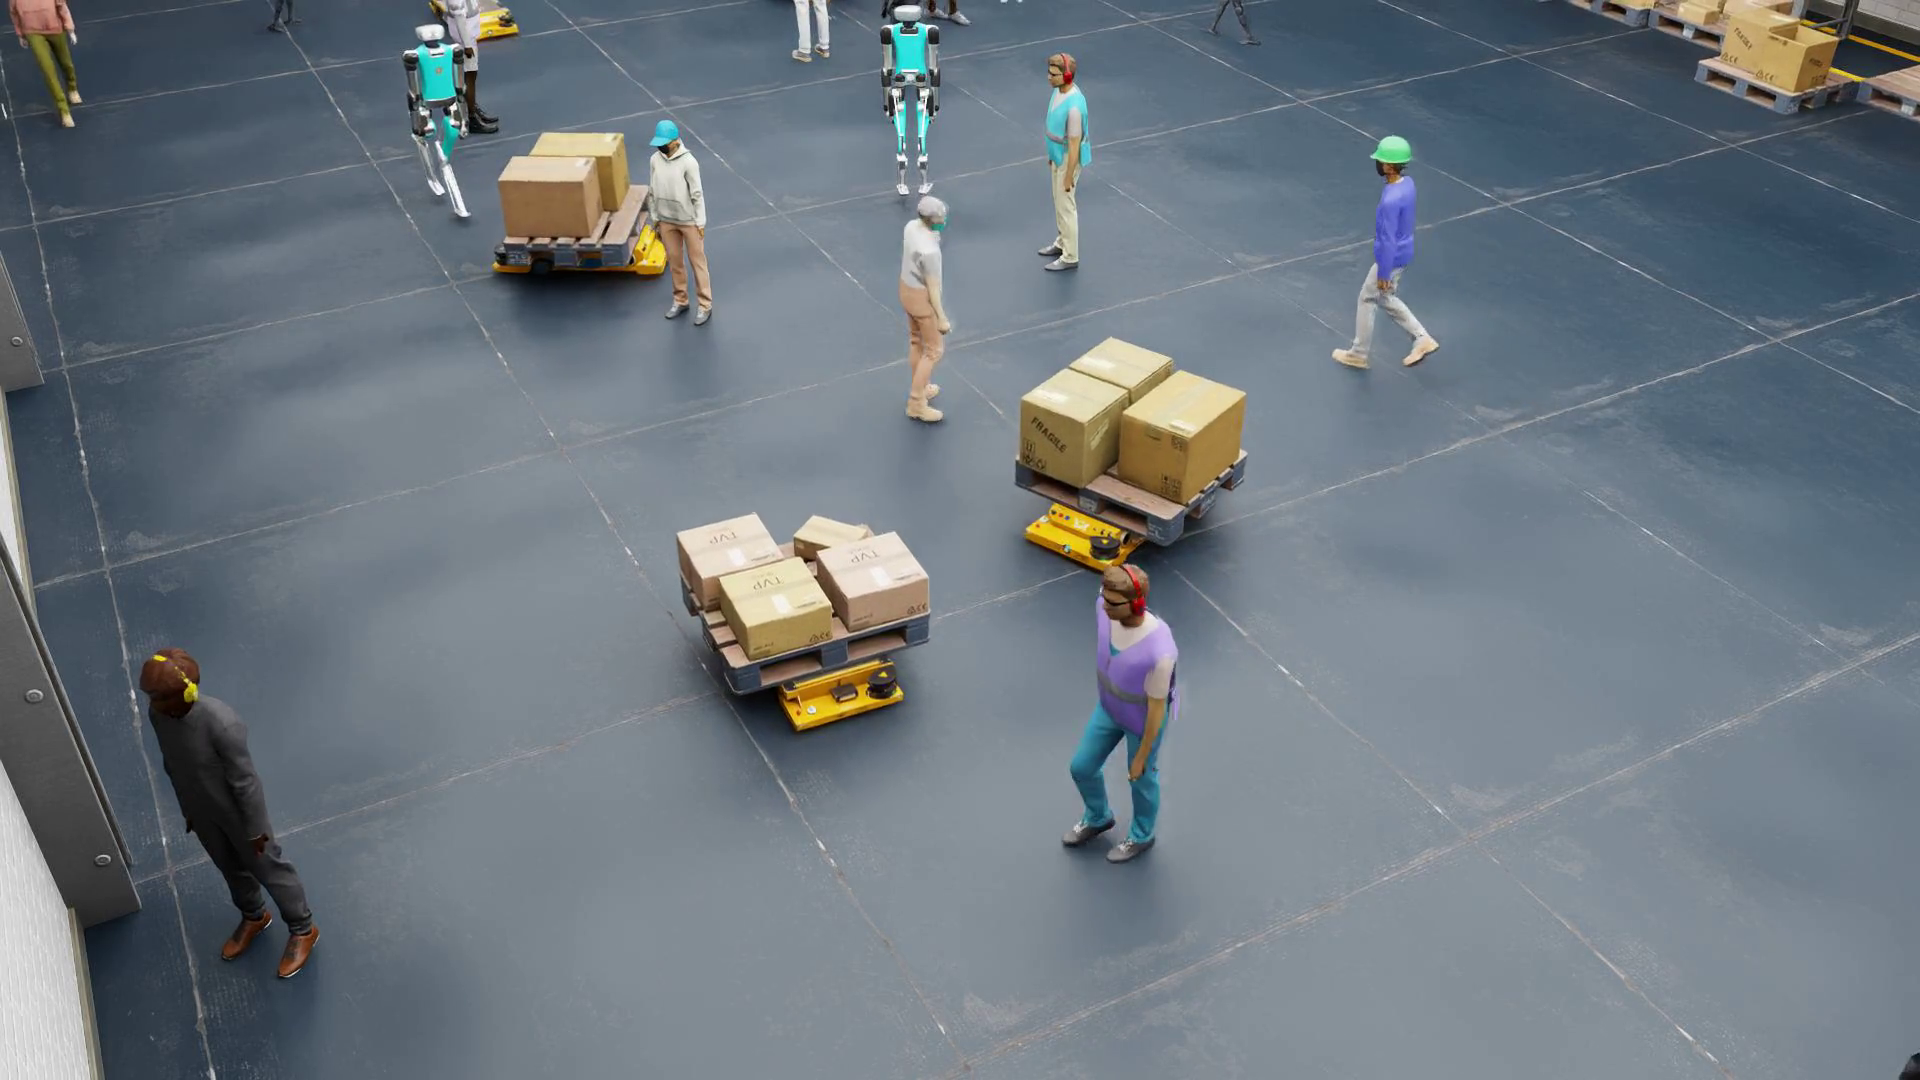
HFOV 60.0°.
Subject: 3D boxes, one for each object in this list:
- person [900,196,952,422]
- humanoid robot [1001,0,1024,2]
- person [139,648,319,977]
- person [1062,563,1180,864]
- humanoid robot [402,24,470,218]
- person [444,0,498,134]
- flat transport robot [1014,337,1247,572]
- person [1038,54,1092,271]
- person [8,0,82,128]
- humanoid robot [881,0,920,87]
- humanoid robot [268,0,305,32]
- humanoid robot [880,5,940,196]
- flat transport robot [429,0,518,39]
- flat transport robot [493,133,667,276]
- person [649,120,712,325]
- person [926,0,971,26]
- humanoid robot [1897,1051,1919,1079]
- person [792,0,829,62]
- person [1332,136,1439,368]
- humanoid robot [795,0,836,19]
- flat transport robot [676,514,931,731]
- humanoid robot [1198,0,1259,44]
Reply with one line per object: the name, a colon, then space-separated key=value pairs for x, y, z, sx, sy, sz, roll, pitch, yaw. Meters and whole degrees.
person: x=-0.271 y=-1.678 z=11.857 sx=0.392 sy=1.713 sz=0.571 roll=-14 pitch=37 yaw=-19
humanoid robot: x=0.628 y=-7.334 z=19.925 sx=0.553 sy=1.812 sz=0.688 roll=3 pitch=35 yaw=5
person: x=-3.342 y=1.230 z=7.573 sx=0.489 sy=1.866 sz=0.354 roll=12 pitch=37 yaw=17
person: x=0.778 y=0.887 z=8.094 sx=0.581 sy=1.823 sz=0.575 roll=-22 pitch=40 yaw=-28
humanoid robot: x=-4.706 y=-3.787 z=14.882 sx=0.559 sy=1.756 sz=1.043 roll=-22 pitch=40 yaw=-28
person: x=-4.838 y=-4.999 z=16.403 sx=0.374 sy=1.932 sz=0.550 roll=-6 pitch=36 yaw=-9
flat transport robot: x=1.114 y=-0.285 z=11.122 sx=0.659 sy=0.231 sz=1.431 roll=24 pitch=41 yaw=30
person: x=0.888 y=-3.146 z=13.846 sx=0.385 sy=1.835 sz=0.567 roll=-5 pitch=35 yaw=-7
person: x=-9.214 y=-5.160 z=16.745 sx=0.534 sy=1.809 sz=0.878 roll=-16 pitch=38 yaw=-21
humanoid robot: x=-0.619 y=-5.622 z=17.522 sx=0.323 sy=1.652 sz=0.602 roll=-23 pitch=41 yaw=-30
humanoid robot: x=-7.881 y=-6.712 z=19.089 sx=0.471 sy=1.632 sz=0.585 roll=-15 pitch=38 yaw=-20
humanoid robot: x=-0.446 y=-3.858 z=14.833 sx=0.533 sy=1.672 sz=0.735 roll=1 pitch=35 yaw=1
flat transport robot: x=-5.743 y=-6.202 z=19.571 sx=0.659 sy=0.231 sz=1.431 roll=-18 pitch=39 yaw=-24
flat transport robot: x=-3.227 y=-2.510 z=14.299 sx=1.431 sy=0.231 sz=0.659 roll=1 pitch=35 yaw=1
person: x=-2.211 y=-2.498 z=13.065 sx=0.480 sy=1.667 sz=0.389 roll=13 pitch=37 yaw=17
person: x=-0.093 y=-6.922 z=19.167 sx=0.751 sy=1.905 sz=0.579 roll=9 pitch=36 yaw=13
humanoid robot: x=3.636 y=2.346 z=6.166 sx=0.612 sy=1.632 sz=0.728 roll=8 pitch=36 yaw=11
person: x=-1.673 y=-6.190 z=18.146 sx=0.583 sy=1.882 sz=0.337 roll=-22 pitch=41 yaw=-28
person: x=3.255 y=-2.088 z=12.331 sx=0.683 sy=1.845 sz=0.490 roll=19 pitch=39 yaw=24
humanoid robot: x=-1.719 y=-6.972 z=19.423 sx=0.798 sy=1.802 sz=0.531 roll=-10 pitch=36 yaw=-14
flat transport robot: x=-0.916 y=0.568 z=9.905 sx=0.659 sy=0.231 sz=1.431 roll=-15 pitch=38 yaw=-20
humanoid robot: x=3.082 y=-6.424 z=18.709 sx=0.786 sy=1.632 sz=0.602 roll=18 pitch=39 yaw=23
